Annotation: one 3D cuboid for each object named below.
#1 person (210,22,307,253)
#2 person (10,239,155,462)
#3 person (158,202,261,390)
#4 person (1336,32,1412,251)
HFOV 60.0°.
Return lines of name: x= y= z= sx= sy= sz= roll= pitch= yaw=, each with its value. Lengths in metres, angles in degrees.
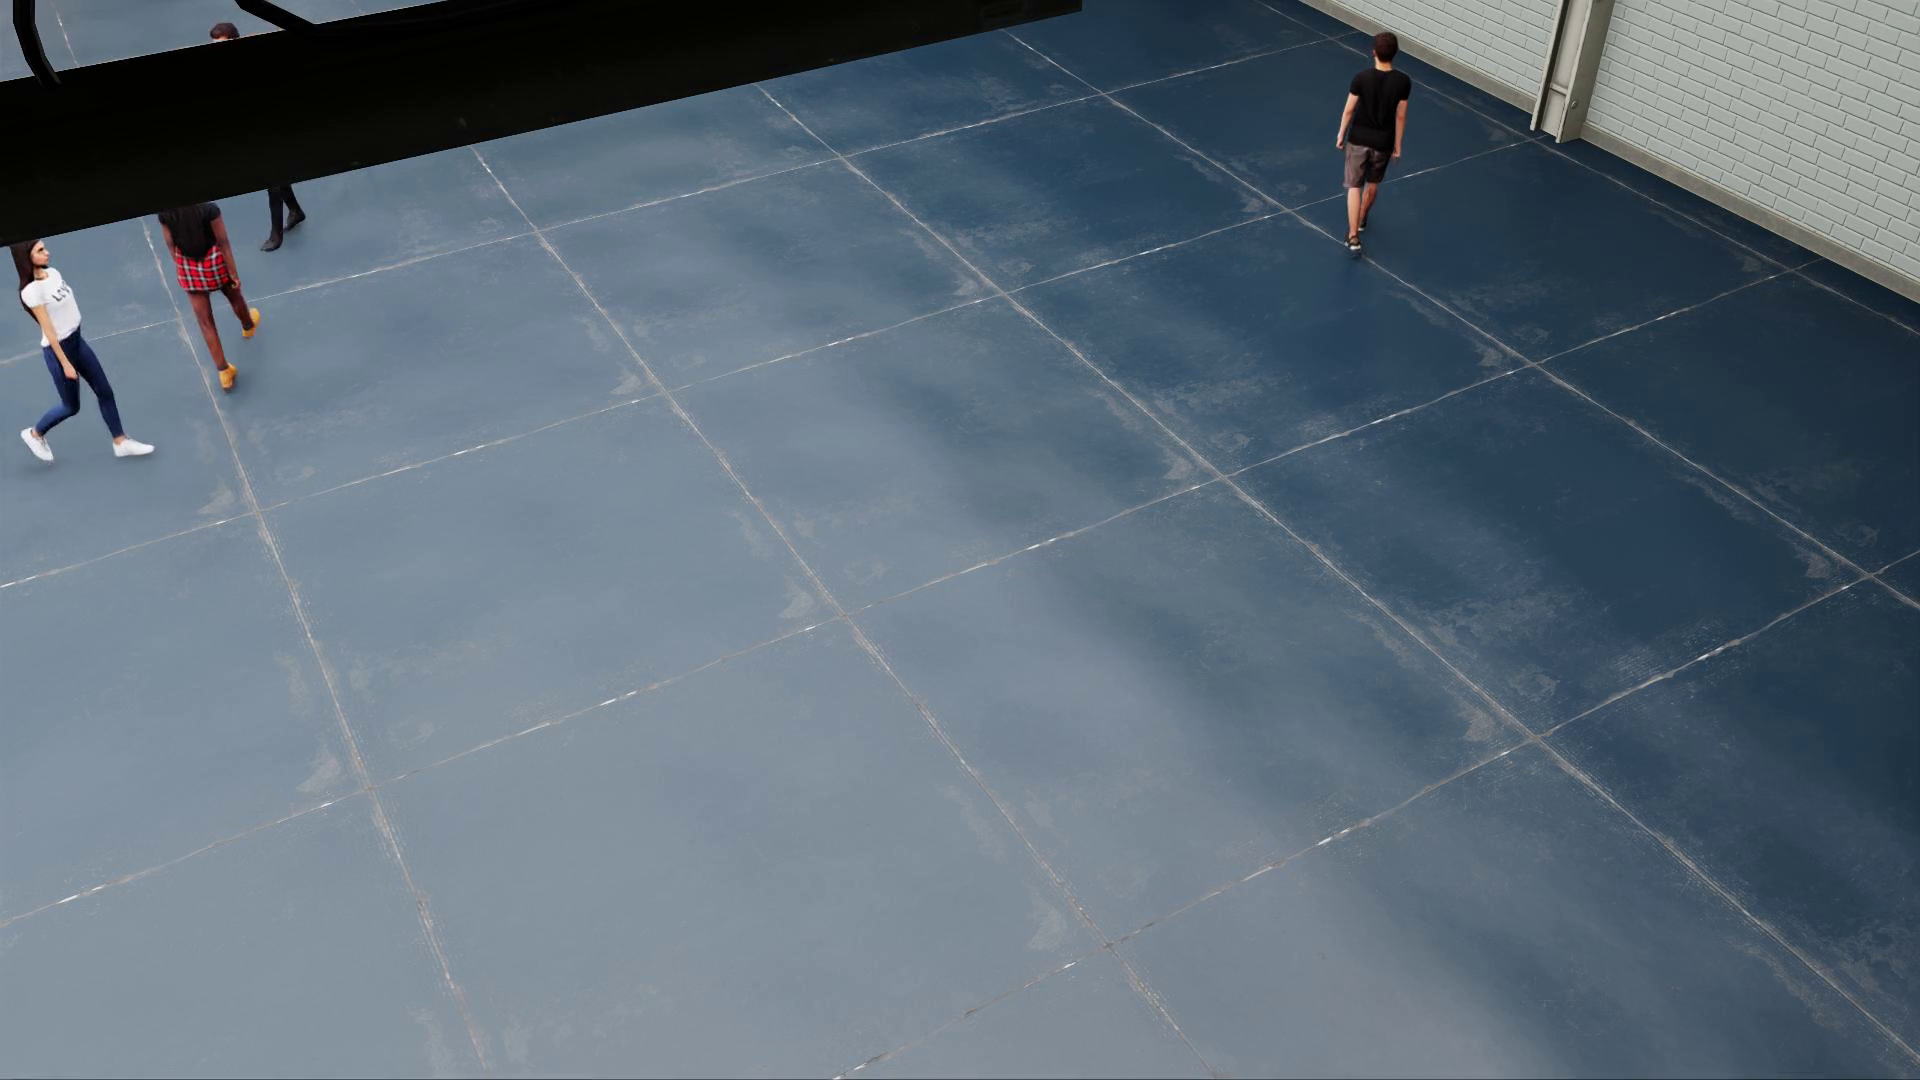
person: x=-5.888 y=-3.489 z=14.108 sx=1.143 sy=1.892 sz=1.198 roll=9 pitch=39 yaw=11
person: x=-6.193 y=-1.254 z=11.365 sx=0.987 sy=1.751 sz=1.070 roll=-1 pitch=38 yaw=-2
person: x=-5.566 y=-1.913 z=12.261 sx=0.858 sy=1.685 sz=1.215 roll=-8 pitch=39 yaw=-10
person: x=3.424 y=-3.299 z=13.909 sx=1.048 sy=1.838 sz=1.168 roll=3 pitch=38 yaw=4
